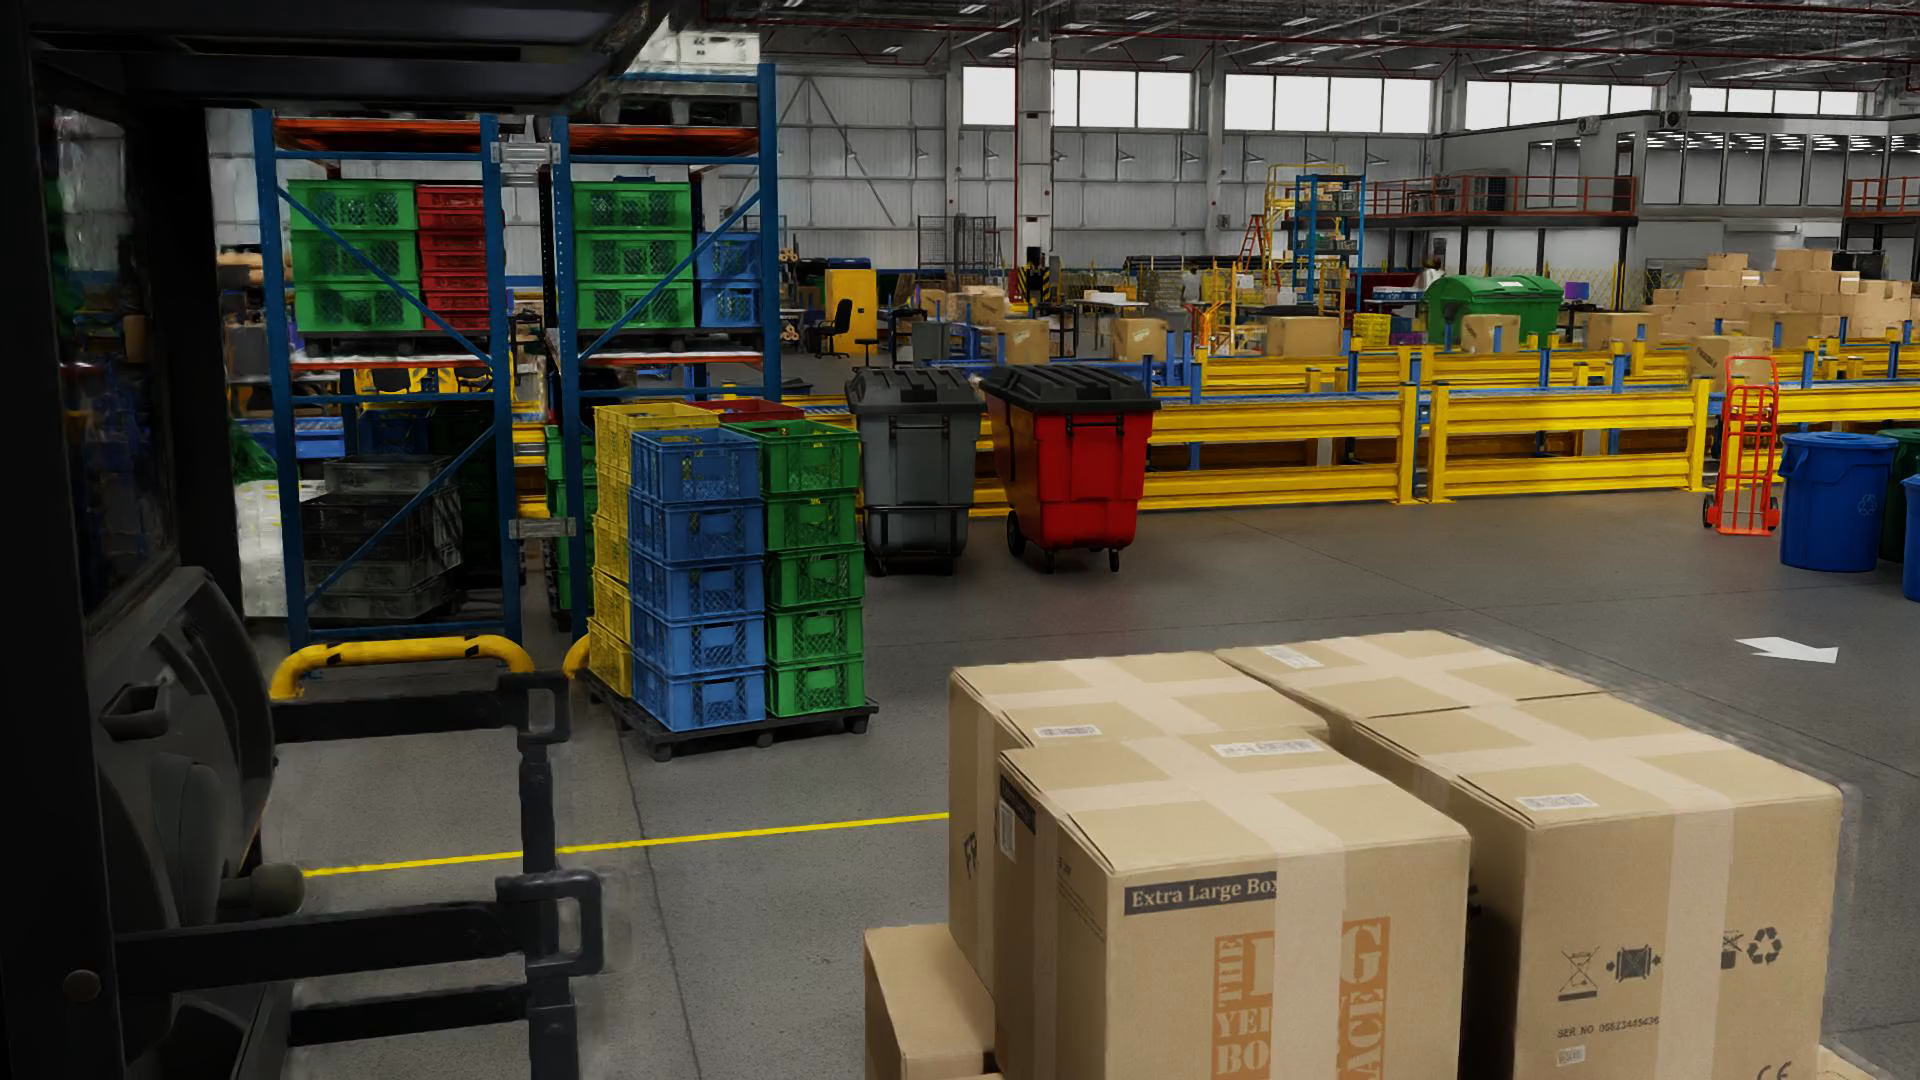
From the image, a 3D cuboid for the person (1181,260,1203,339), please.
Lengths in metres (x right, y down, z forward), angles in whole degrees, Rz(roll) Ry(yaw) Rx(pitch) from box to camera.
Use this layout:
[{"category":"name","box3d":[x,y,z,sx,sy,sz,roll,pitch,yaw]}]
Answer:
[{"category":"person","box3d":[5.384,-5.602,38.684,0.532,1.827,0.966,0,10,-2]}]

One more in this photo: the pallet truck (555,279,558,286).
[{"category":"pallet truck","box3d":[-10.604,-6.375,44.520,0.653,1.274,1.630,-3,10,-15]}]

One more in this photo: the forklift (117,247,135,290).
[{"category":"forklift","box3d":[-19.966,-6.232,40.894,1.157,1.987,2.680,-3,10,-15]}]

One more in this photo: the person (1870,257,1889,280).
[{"category":"person","box3d":[24.033,-6.482,43.559,0.597,1.872,1.021,-3,10,-15]}]

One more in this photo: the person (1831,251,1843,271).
[{"category":"person","box3d":[22.989,-6.646,43.963,0.688,2.000,0.538,10,14,43]}]

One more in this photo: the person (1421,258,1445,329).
[{"category":"person","box3d":[12.183,-6.318,42.730,0.580,1.836,1.004,-3,10,-16]}]

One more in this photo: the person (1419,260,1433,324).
[{"category":"person","box3d":[12.698,-6.725,45.217,0.341,1.756,0.519,-10,14,-43]}]

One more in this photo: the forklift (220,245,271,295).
[{"category":"forklift","box3d":[-17.749,-6.334,41.440,1.157,1.987,2.680,-3,10,-17]}]
